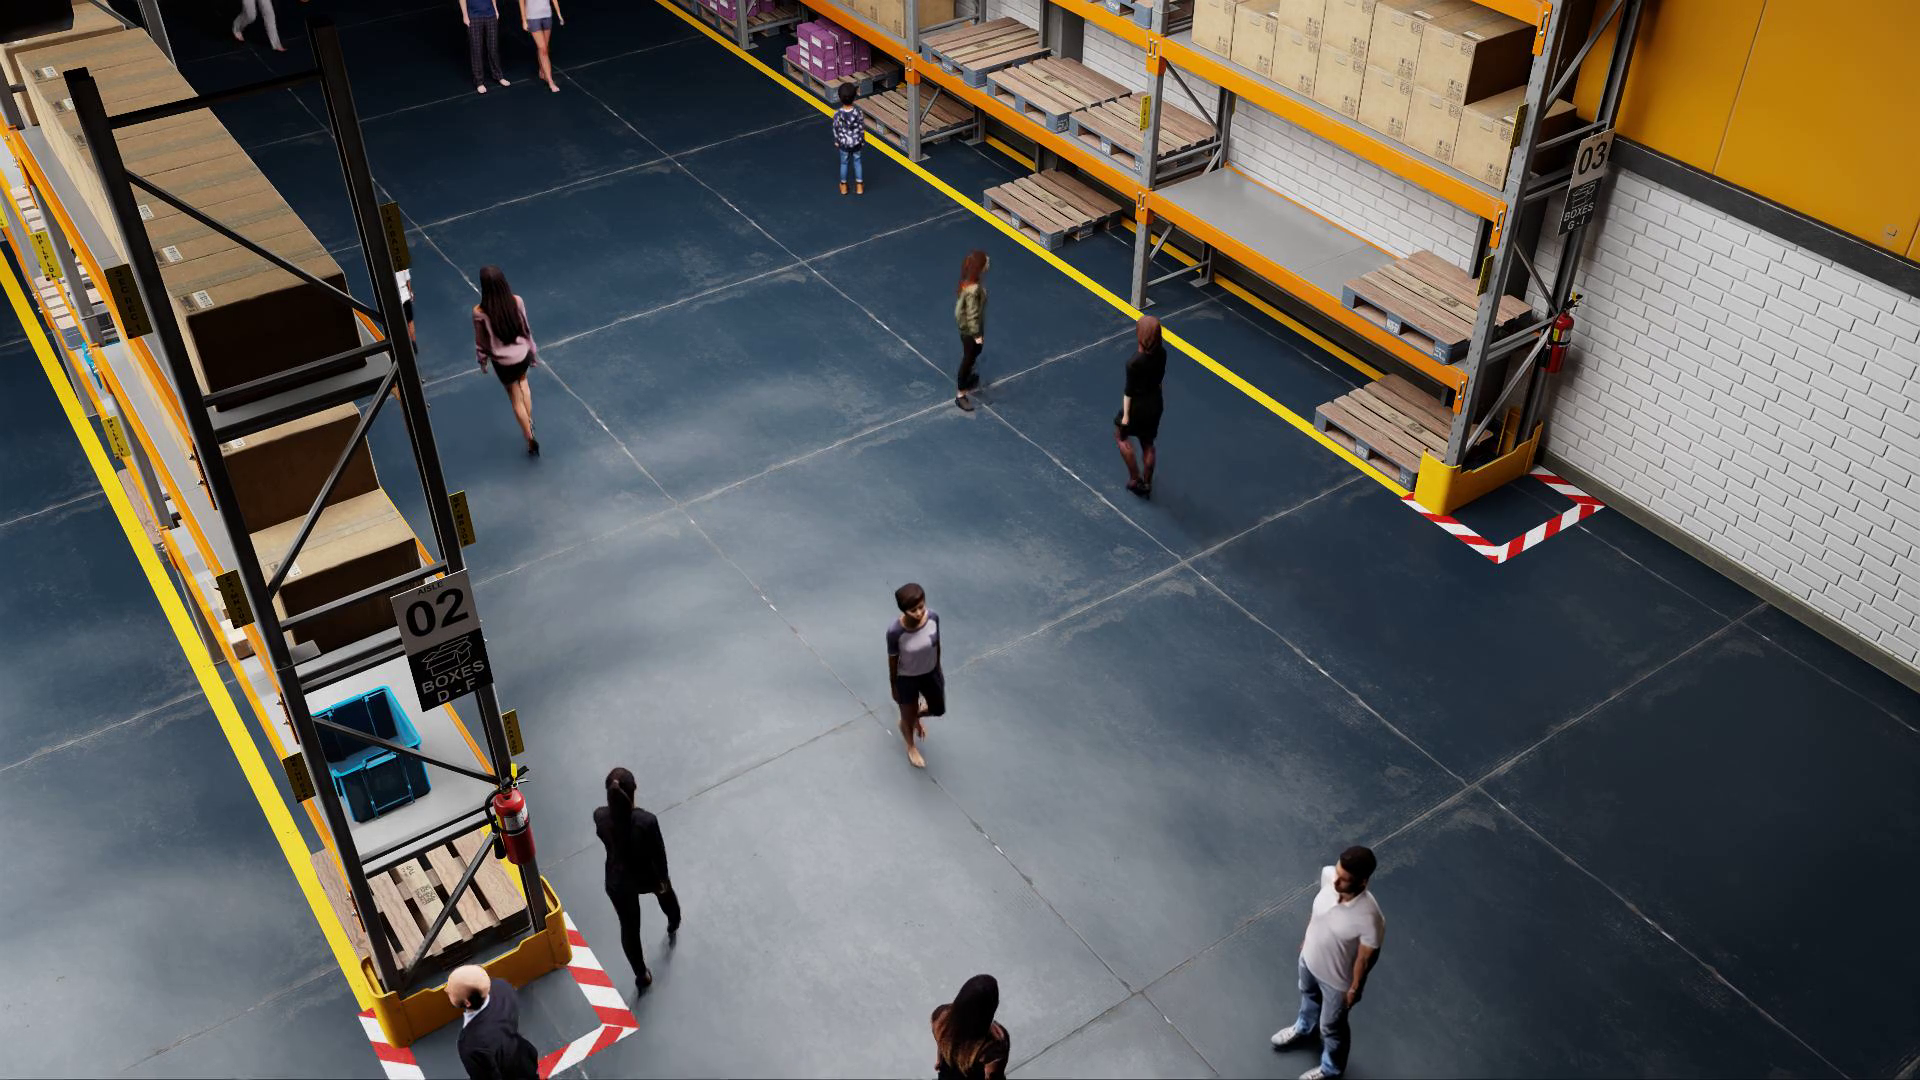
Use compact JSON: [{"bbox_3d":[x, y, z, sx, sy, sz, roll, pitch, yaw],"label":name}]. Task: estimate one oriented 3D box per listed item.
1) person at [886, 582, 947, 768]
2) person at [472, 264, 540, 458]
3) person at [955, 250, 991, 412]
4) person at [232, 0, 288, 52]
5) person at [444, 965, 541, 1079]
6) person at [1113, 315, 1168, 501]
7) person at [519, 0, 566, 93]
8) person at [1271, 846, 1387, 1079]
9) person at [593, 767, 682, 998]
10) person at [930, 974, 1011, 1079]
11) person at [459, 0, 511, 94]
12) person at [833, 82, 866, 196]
[{"bbox_3d":[-0.333,0.863,11.329,0.593,1.550,0.614,-20,43,-23],"label":"person"},{"bbox_3d":[-3.753,-1.461,14.045,0.663,1.793,0.678,-21,43,-24],"label":"person"},{"bbox_3d":[0.114,-1.926,14.892,0.833,1.461,0.764,-2,39,-3],"label":"person"},{"bbox_3d":[-9.085,-7.080,21.115,1.098,1.750,0.910,16,41,19],"label":"person"},{"bbox_3d":[-2.303,2.829,8.699,1.254,1.760,1.238,3,39,4],"label":"person"},{"bbox_3d":[1.548,-1.028,13.582,0.595,1.694,0.611,-26,45,-28],"label":"person"},{"bbox_3d":[-5.175,-6.380,20.277,0.695,1.702,0.929,-31,48,-33],"label":"person"},{"bbox_3d":[2.082,2.335,9.239,0.785,1.858,0.594,-13,40,-15],"label":"person"},{"bbox_3d":[-1.925,2.051,9.734,0.865,1.685,0.960,3,39,3],"label":"person"},{"bbox_3d":[-0.004,2.929,8.635,1.060,1.684,0.896,28,47,31],"label":"person"},{"bbox_3d":[-5.837,-6.395,20.160,0.683,1.872,0.579,-29,47,-32],"label":"person"},{"bbox_3d":[-1.205,-4.377,18.133,0.563,1.248,0.600,-1,39,-1],"label":"person"}]
